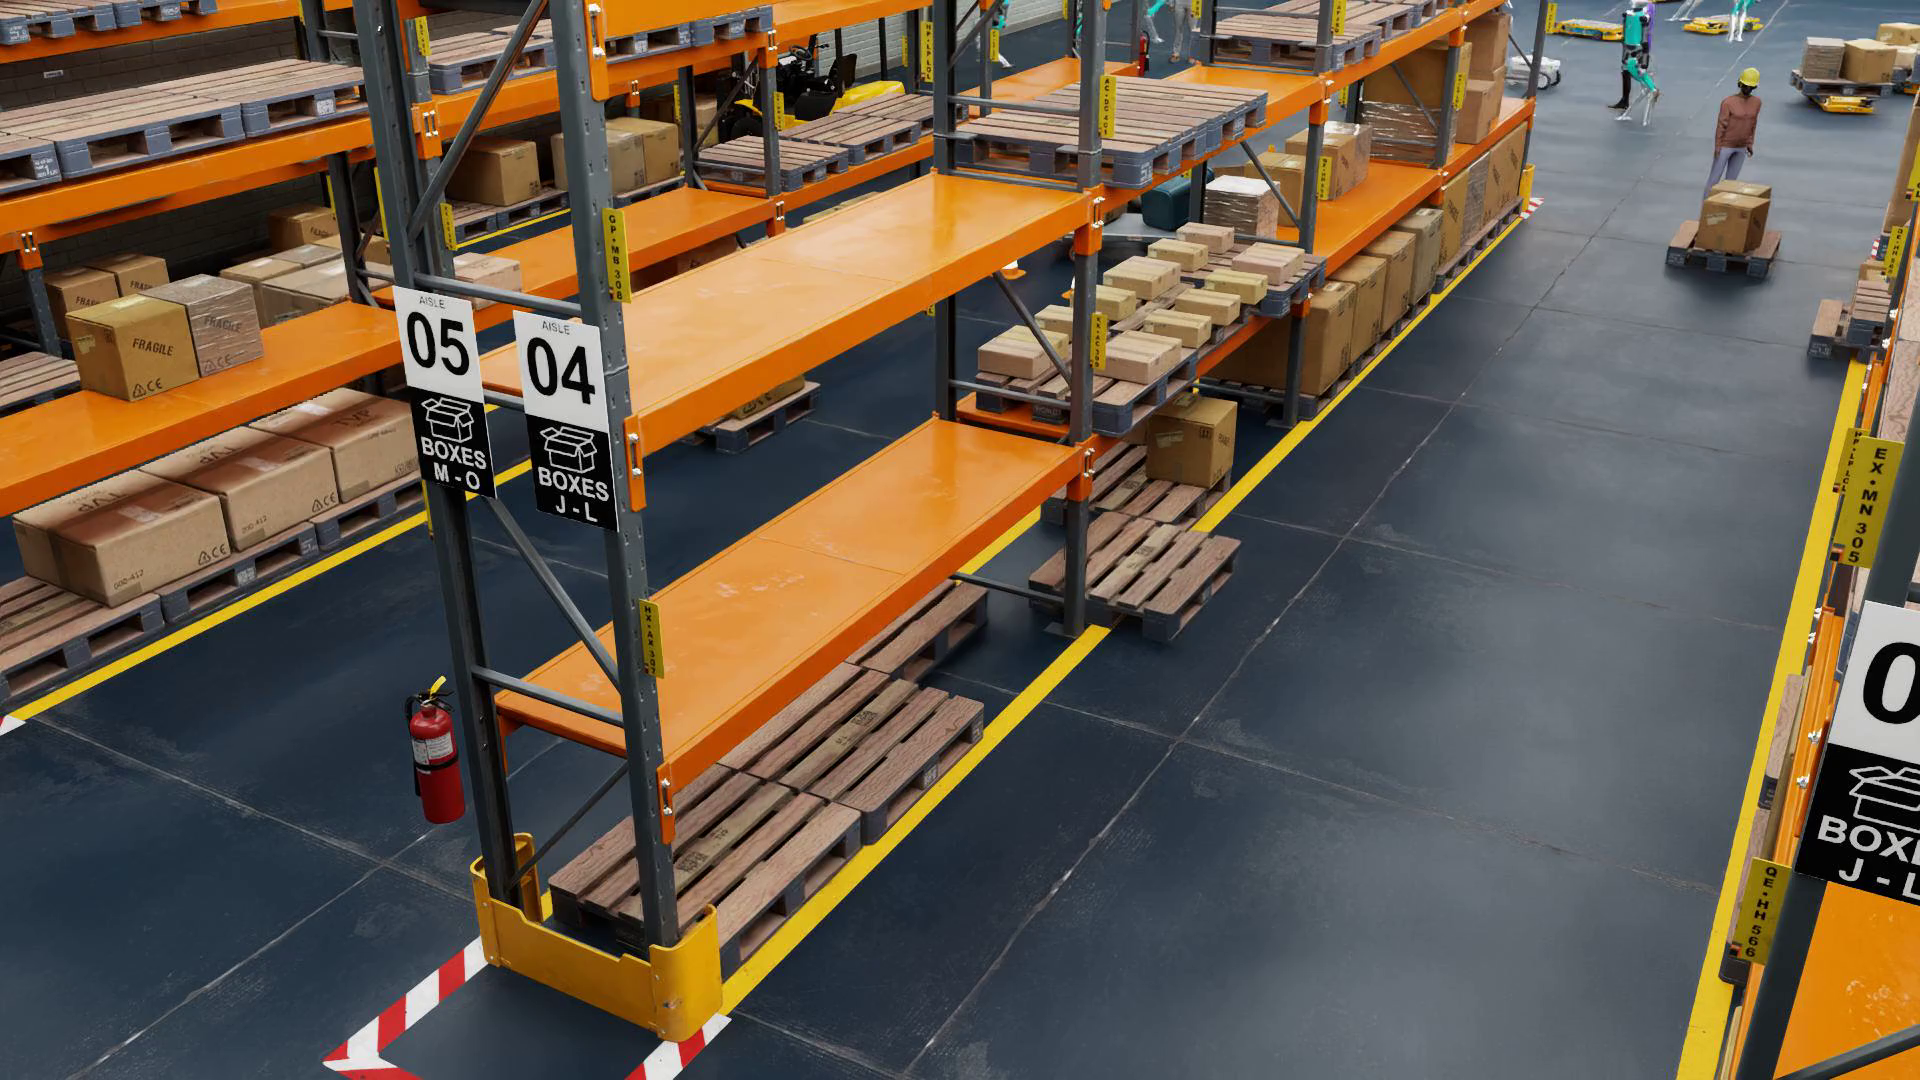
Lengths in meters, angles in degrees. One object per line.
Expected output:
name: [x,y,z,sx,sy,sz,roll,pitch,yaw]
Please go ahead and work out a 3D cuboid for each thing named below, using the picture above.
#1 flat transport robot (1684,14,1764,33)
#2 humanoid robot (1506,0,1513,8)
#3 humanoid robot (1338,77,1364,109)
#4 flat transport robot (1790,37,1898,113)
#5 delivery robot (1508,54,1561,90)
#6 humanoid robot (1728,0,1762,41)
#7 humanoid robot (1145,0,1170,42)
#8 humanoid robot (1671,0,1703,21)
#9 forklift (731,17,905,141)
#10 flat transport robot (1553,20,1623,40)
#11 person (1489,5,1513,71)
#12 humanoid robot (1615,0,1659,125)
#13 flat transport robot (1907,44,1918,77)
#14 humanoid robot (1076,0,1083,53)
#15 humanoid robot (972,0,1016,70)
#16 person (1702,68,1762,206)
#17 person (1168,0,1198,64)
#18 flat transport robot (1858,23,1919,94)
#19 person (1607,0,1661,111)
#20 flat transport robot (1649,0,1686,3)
flat transport robot: [14.664,-9.898,31.909,1.431,0.231,0.659,-13,28,-24]
humanoid robot: [11.350,-11.981,34.597,0.559,1.758,1.056,-16,30,-30]
humanoid robot: [6.101,-7.214,24.774,0.772,1.611,0.616,10,28,20]
flat transport robot: [13.375,-6.741,25.349,0.659,0.231,1.431,5,26,11]
delivery robot: [9.238,-7.554,26.699,0.773,0.586,0.499,20,32,35]
humanoid robot: [14.420,-10.028,30.516,0.554,1.800,0.694,-2,26,-3]
humanoid robot: [3.553,-9.901,30.280,0.709,1.836,0.547,-8,27,-16]
humanoid robot: [14.401,-11.048,32.619,0.694,1.811,0.546,2,26,3]
forklift: [-1.819,-5.975,21.543,2.313,2.155,1.214,14,29,26]
flat transport robot: [11.888,-9.596,31.282,0.659,0.231,1.431,-20,32,-36]
person: [7.595,-6.906,23.834,0.936,1.875,0.605,-14,29,-27]
humanoid robot: [9.851,-6.865,23.928,0.792,1.786,0.537,-7,27,-14]
flat transport robot: [15.576,-7.246,26.398,0.659,0.231,1.431,-2,26,-4]
humanoid robot: [2.065,-8.755,27.771,0.542,1.732,0.703,9,27,18]
humanoid robot: [0.494,-8.720,27.815,0.986,1.735,0.539,9,27,19]
person: [8.803,-4.471,18.912,0.523,1.763,0.326,-6,26,-12]
person: [3.875,-9.146,28.423,0.633,1.937,0.353,10,27,19]
flat transport robot: [14.933,-7.344,26.602,0.659,0.231,1.431,-11,28,-22]
person: [10.076,-7.297,24.590,0.619,1.933,0.600,19,32,35]
flat transport robot: [15.041,-11.655,35.559,1.431,0.231,0.659,-10,27,-20]
